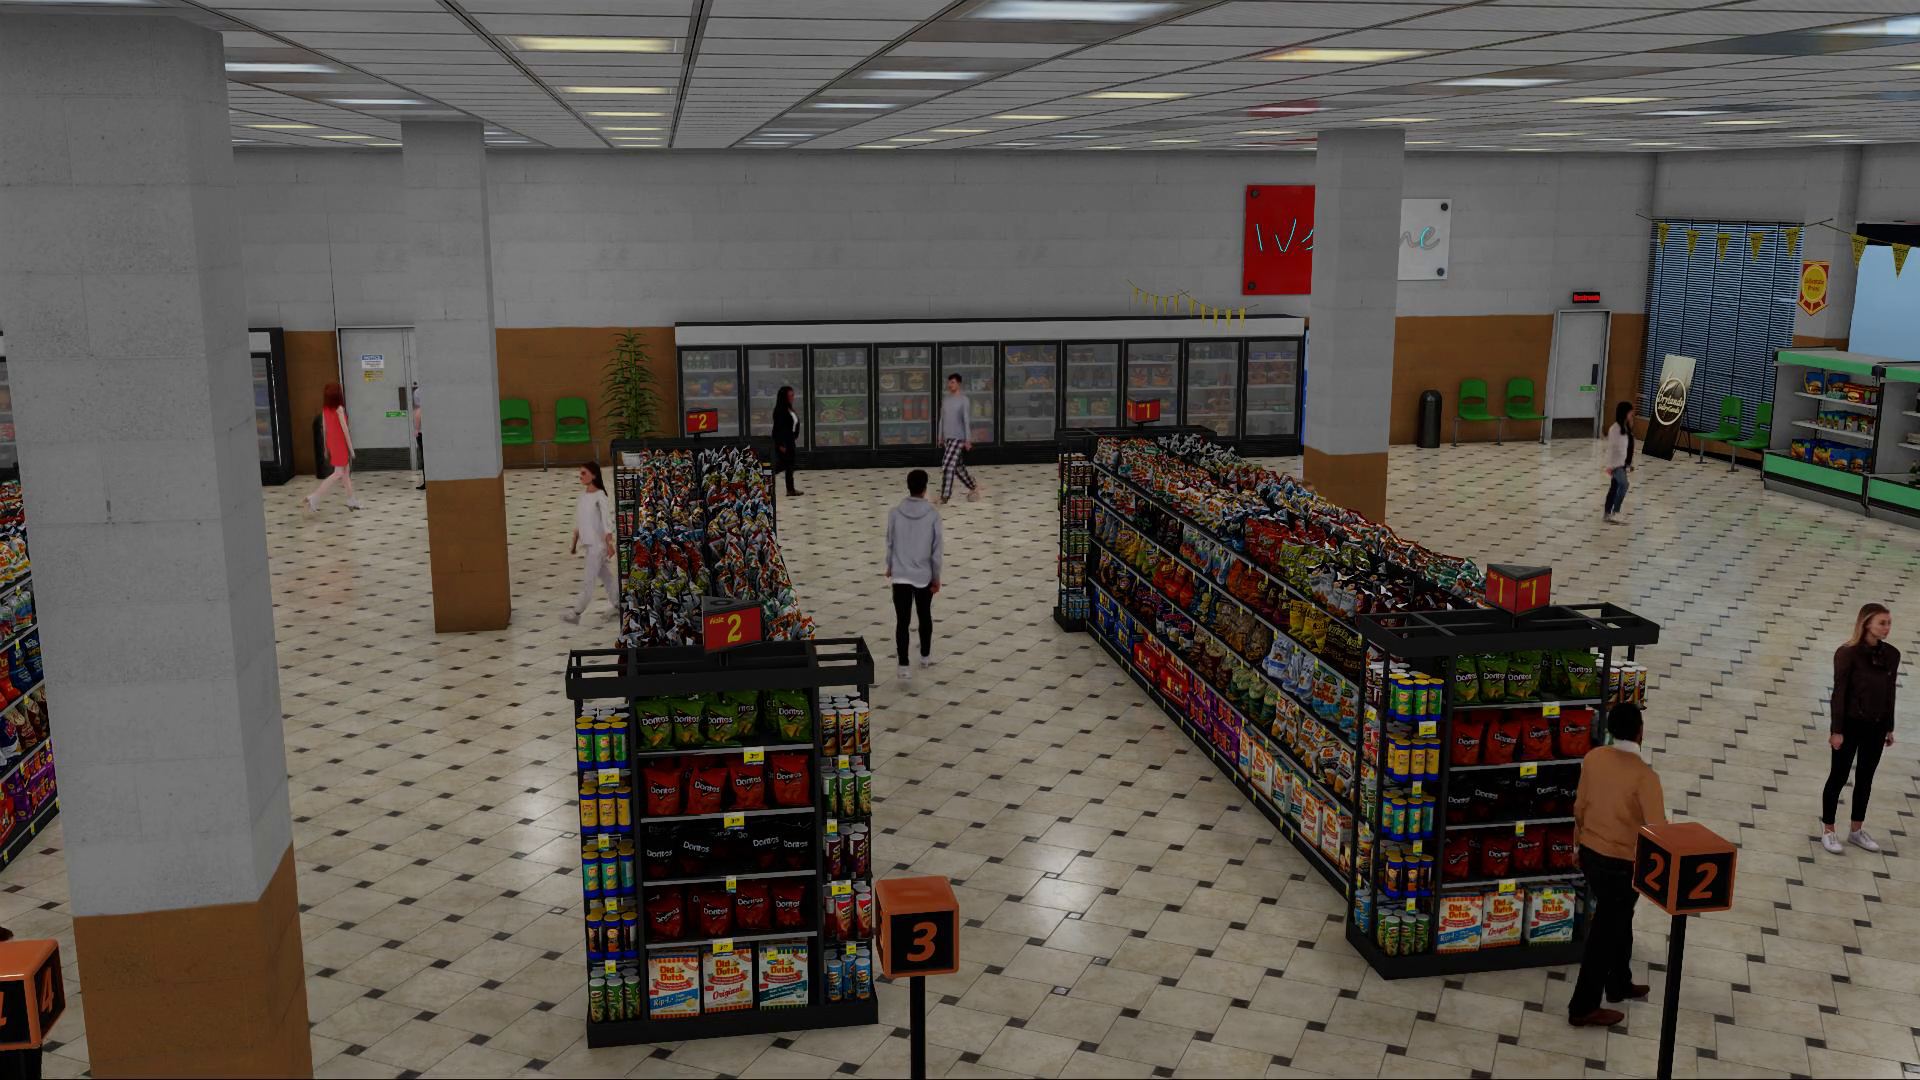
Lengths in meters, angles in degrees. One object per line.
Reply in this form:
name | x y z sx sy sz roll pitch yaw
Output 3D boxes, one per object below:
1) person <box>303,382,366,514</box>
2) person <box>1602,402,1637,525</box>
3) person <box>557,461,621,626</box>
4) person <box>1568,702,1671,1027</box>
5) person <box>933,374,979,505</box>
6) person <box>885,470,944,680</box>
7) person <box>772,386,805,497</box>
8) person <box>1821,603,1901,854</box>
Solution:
person | -8.488 -1.195 22.479 1.123 1.796 1.105 10 16 40
person | 8.669 -1.028 22.090 0.817 1.629 0.773 10 16 41
person | -3.649 0.039 16.979 1.029 1.648 1.059 -12 16 -43
person | 3.363 1.730 8.759 0.798 1.725 0.812 -3 12 -13
person | -0.024 -1.425 23.549 1.126 1.805 1.180 -12 17 -44
person | -0.445 0.342 14.948 0.793 1.892 1.222 0 12 -1
person | -2.604 -1.400 23.927 0.882 1.601 0.927 2 12 8
person | 6.018 1.243 11.124 0.610 1.704 0.509 -1 12 -7
